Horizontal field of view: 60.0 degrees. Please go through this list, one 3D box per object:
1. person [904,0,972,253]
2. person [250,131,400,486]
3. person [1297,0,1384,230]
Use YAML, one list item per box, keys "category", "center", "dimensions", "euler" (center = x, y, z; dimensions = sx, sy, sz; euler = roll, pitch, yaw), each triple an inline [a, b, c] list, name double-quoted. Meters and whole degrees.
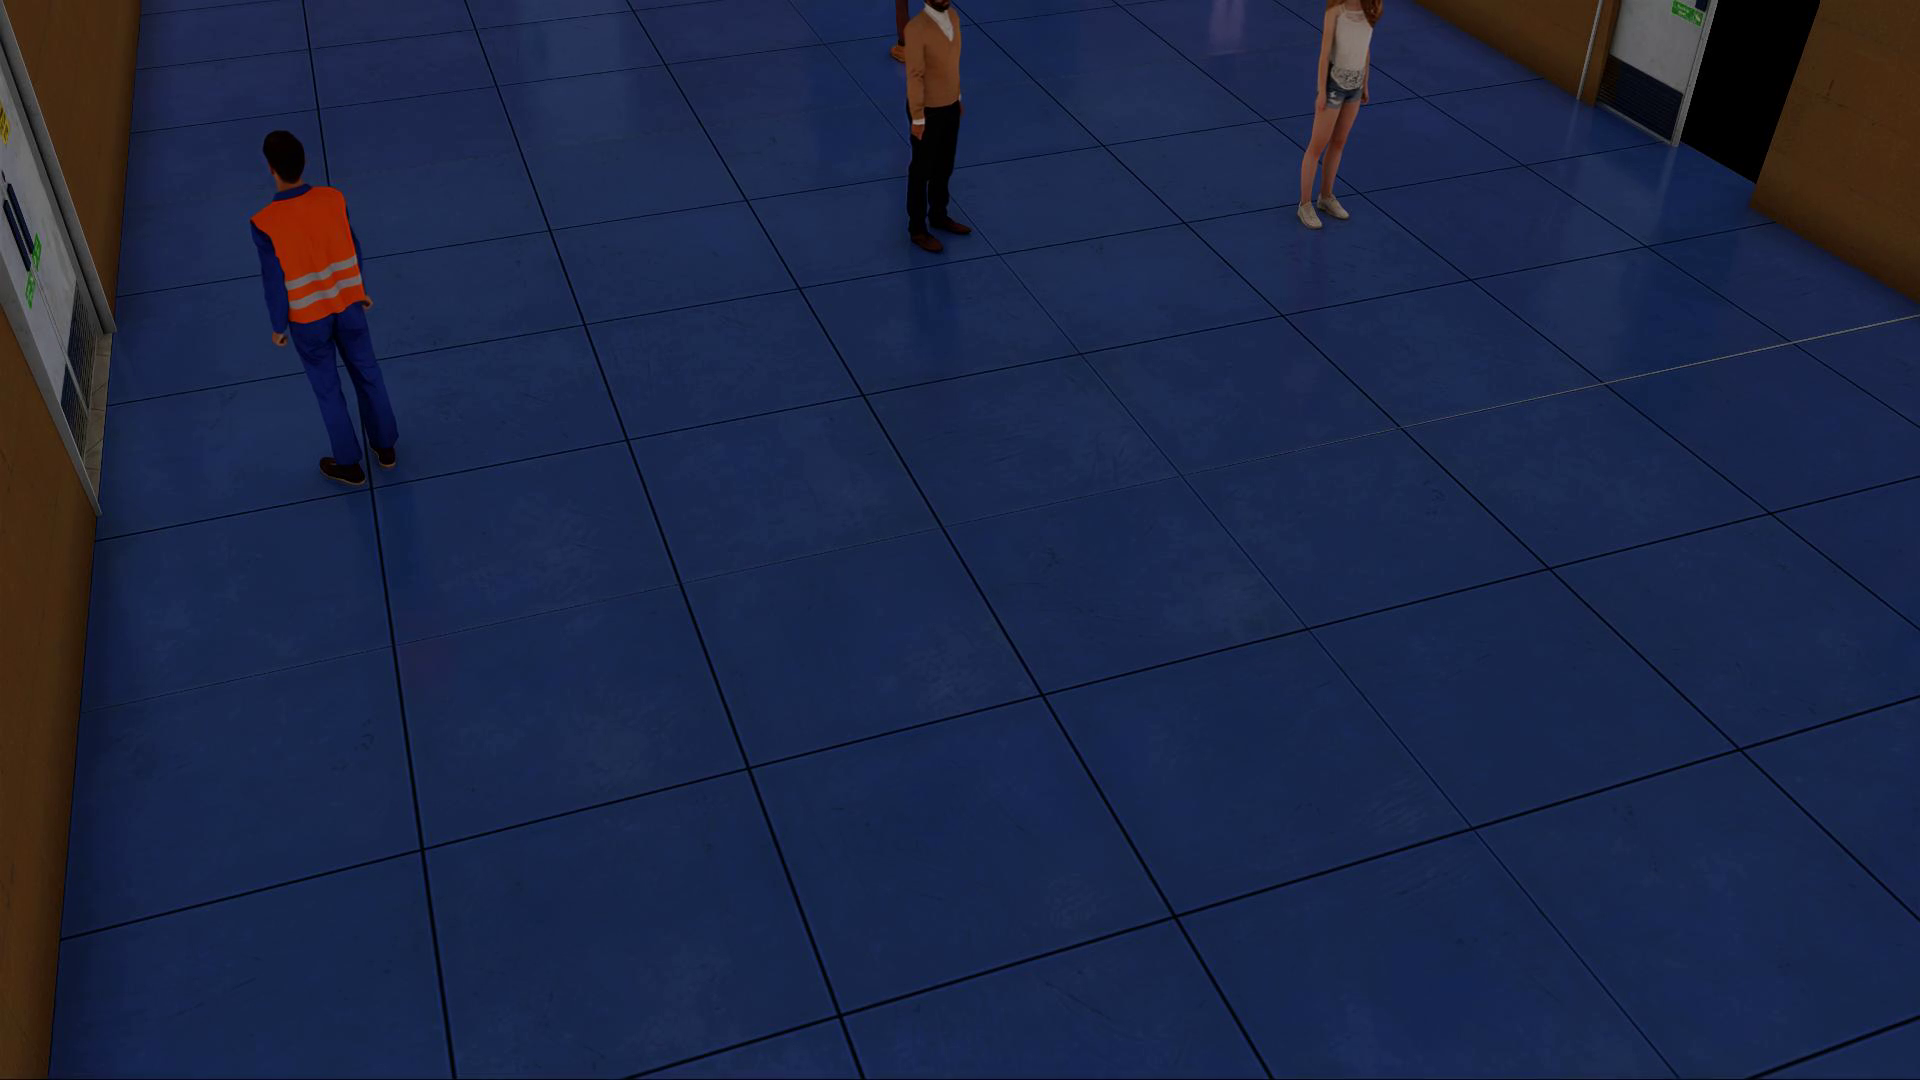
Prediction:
- category: "person"
  center: [-0.158, -2.702, 10.403]
  dimensions: [0.815, 1.754, 0.721]
  euler: [22, 42, 26]
- category: "person"
  center: [-3.145, -1.131, 8.218]
  dimensions: [0.850, 1.864, 0.725]
  euler: [28, 45, 32]
- category: "person"
  center: [2.414, -2.883, 10.641]
  dimensions: [0.518, 1.759, 0.675]
  euler: [-20, 41, -25]
